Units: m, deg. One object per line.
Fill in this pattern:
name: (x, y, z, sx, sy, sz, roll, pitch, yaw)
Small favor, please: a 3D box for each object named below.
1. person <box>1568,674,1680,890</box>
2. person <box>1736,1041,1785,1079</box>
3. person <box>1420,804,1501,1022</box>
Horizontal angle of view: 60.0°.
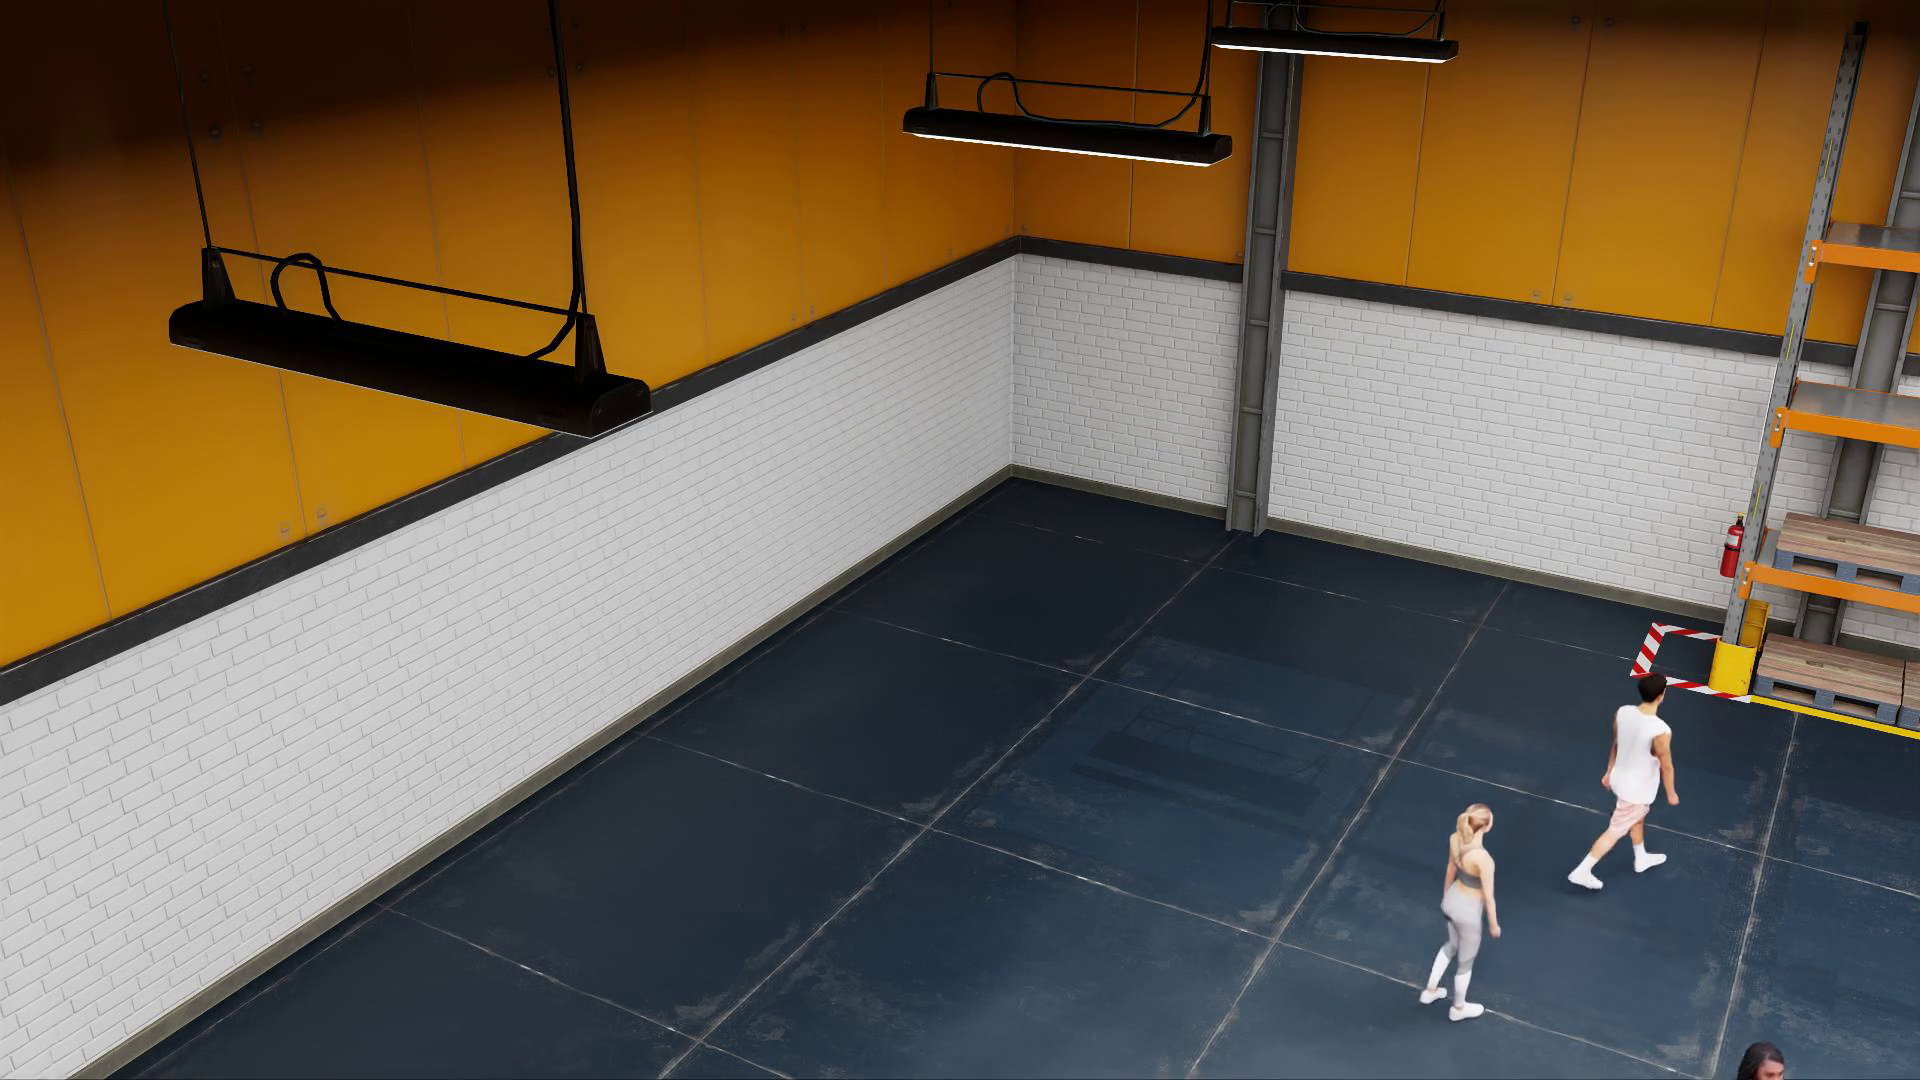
person: (5.016, 1.877, 12.584, 1.196, 1.743, 1.144, -6, 24, -14)
person: (4.209, 3.408, 9.151, 1.065, 1.687, 1.128, -6, 24, -14)
person: (3.347, 2.516, 11.174, 0.787, 1.702, 0.724, -8, 25, -17)
